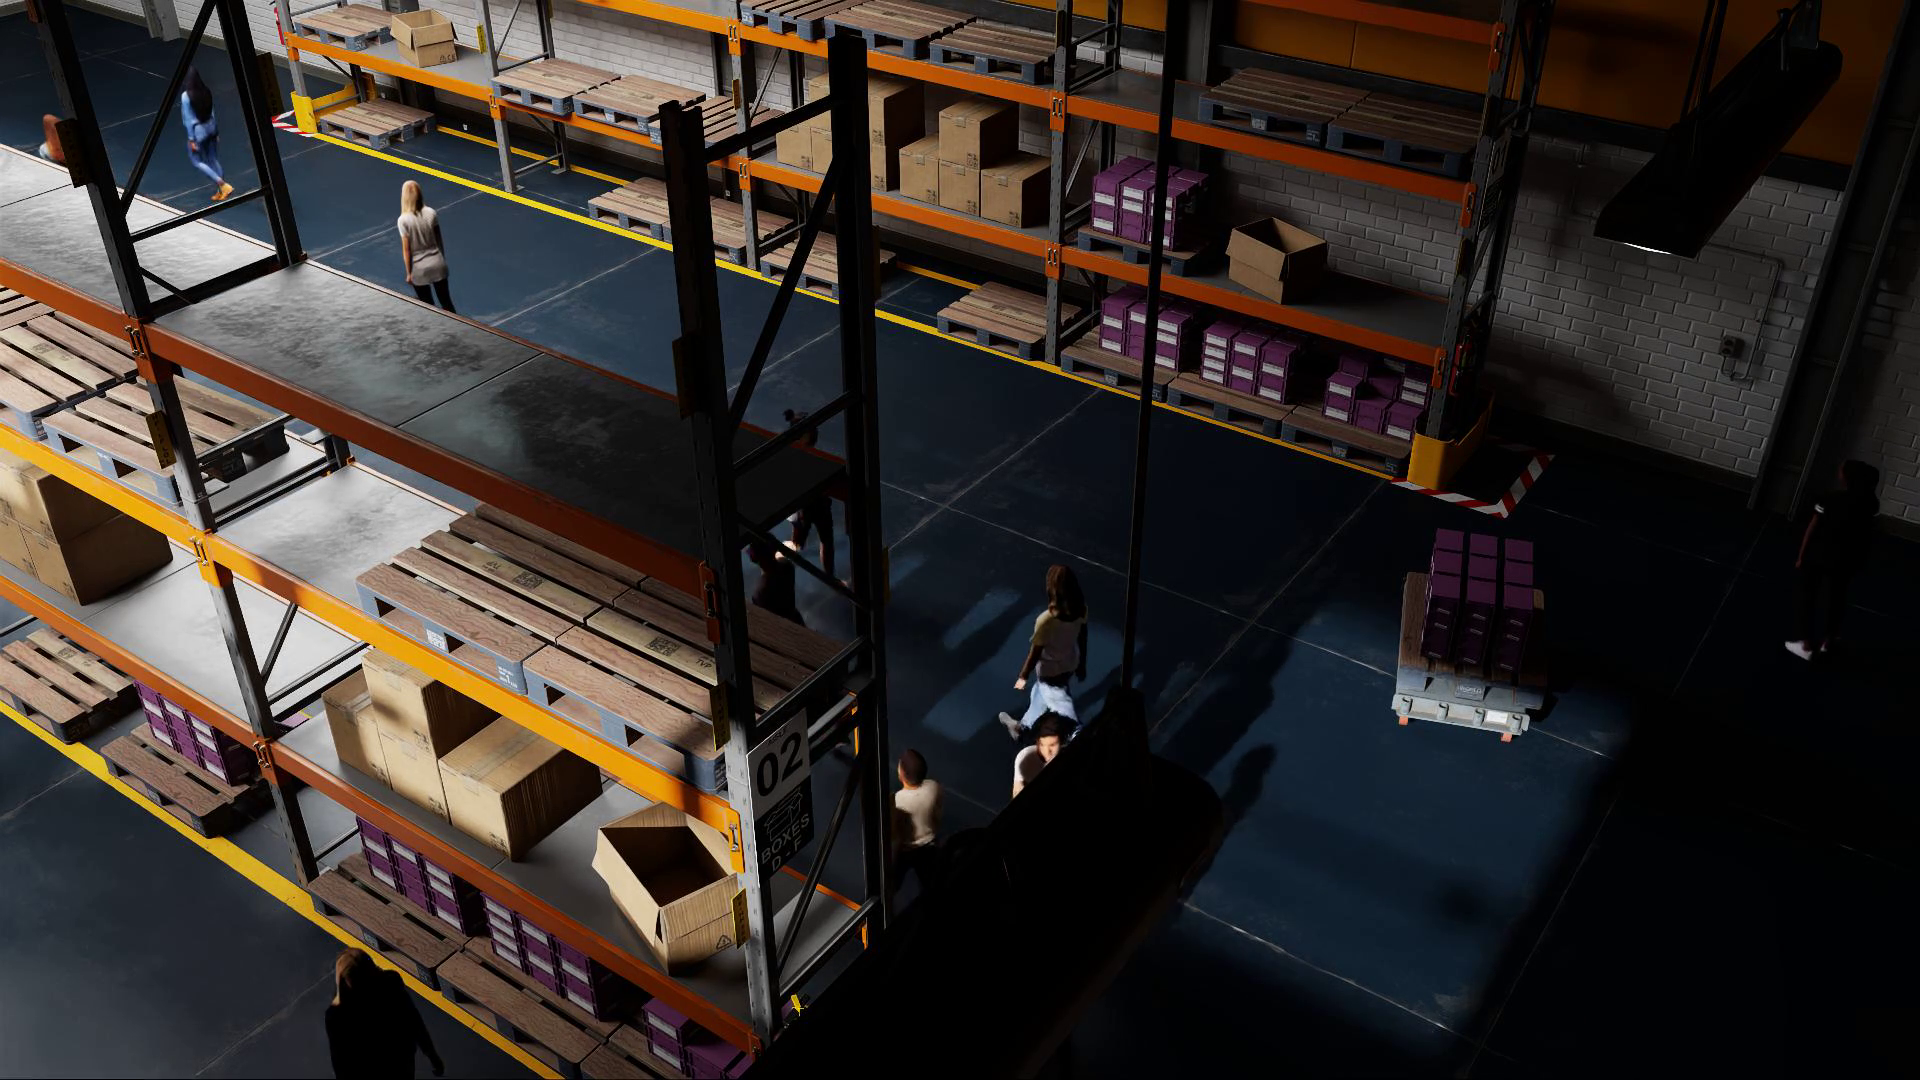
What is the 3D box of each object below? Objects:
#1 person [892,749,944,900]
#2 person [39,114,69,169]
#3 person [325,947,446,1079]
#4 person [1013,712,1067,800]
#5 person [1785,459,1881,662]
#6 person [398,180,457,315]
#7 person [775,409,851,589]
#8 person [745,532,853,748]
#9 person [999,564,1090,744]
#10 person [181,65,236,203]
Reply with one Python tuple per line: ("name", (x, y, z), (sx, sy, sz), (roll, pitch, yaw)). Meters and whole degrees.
("person", (-0.238, 1.917, 10.051), (0.857, 1.434, 1.045), (-16, 37, -23))
("person", (-9.864, -3.877, 18.555), (0.747, 1.669, 1.147), (-29, 43, -36))
("person", (-2.998, 2.707, 8.515), (0.784, 1.818, 0.604), (20, 38, 27))
("person", (0.571, 1.657, 10.198), (0.724, 1.704, 0.806), (0, 34, 0))
("person", (6.561, 0.154, 12.447), (0.691, 1.717, 0.860), (12, 35, 17))
("person", (-5.335, -2.725, 16.679), (0.641, 1.826, 0.585), (-28, 43, -35))
("person", (-1.281, -0.302, 13.252), (1.043, 1.586, 0.759), (10, 35, 14))
("person", (-1.131, 0.735, 11.493), (1.275, 1.805, 0.958), (14, 36, 20))
("person", (0.722, 0.971, 11.264), (1.154, 1.665, 0.735), (27, 42, 34))
("person", (-8.998, -4.825, 19.954), (0.761, 1.699, 0.704), (12, 36, 18))
